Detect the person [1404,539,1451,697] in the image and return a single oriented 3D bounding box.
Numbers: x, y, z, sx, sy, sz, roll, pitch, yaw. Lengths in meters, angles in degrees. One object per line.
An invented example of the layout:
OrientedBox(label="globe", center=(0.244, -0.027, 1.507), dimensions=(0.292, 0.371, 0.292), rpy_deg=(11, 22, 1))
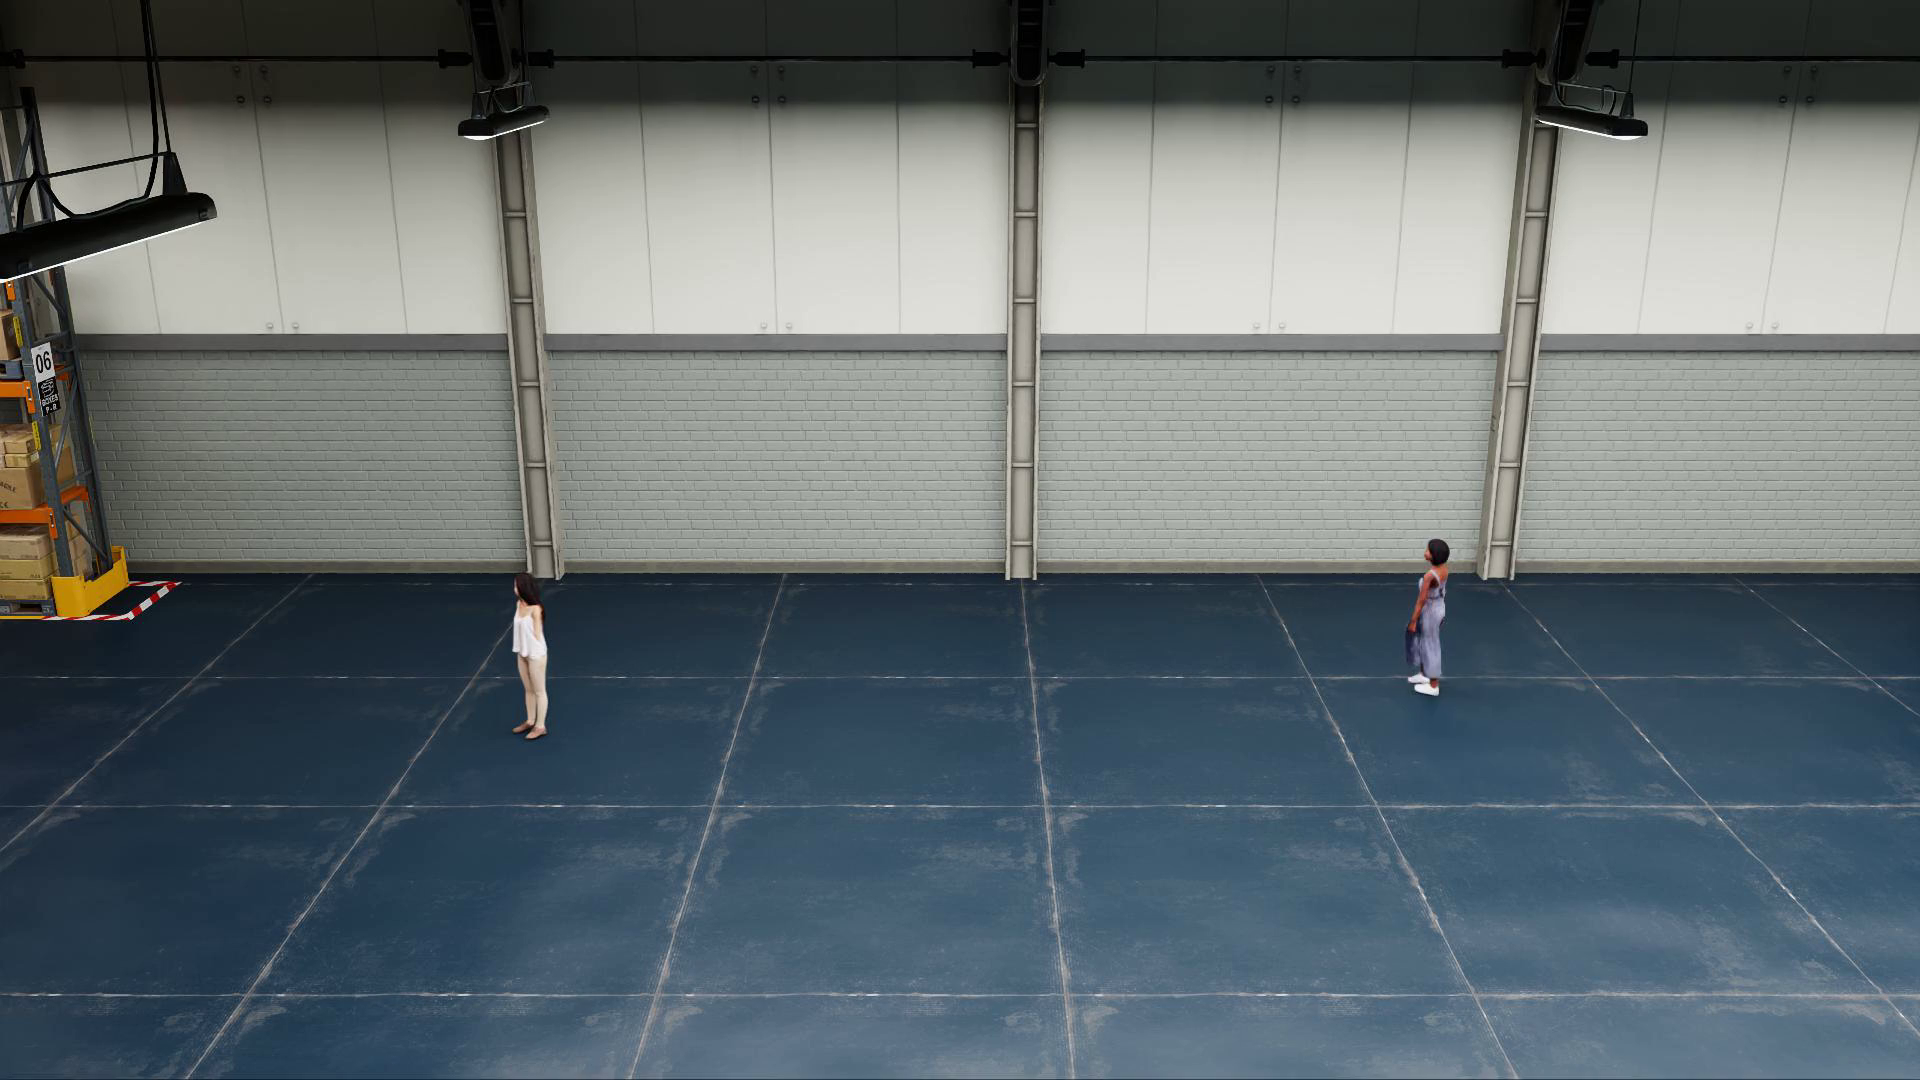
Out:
OrientedBox(label="person", center=(4.950, 0.819, 17.187), dimensions=(0.841, 1.684, 0.778), rpy_deg=(13, 22, 35))

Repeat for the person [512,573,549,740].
OrientedBox(label="person", center=(-4.195, 1.107, 16.348), dimensions=(0.742, 1.653, 0.684), rpy_deg=(-12, 21, -32))
